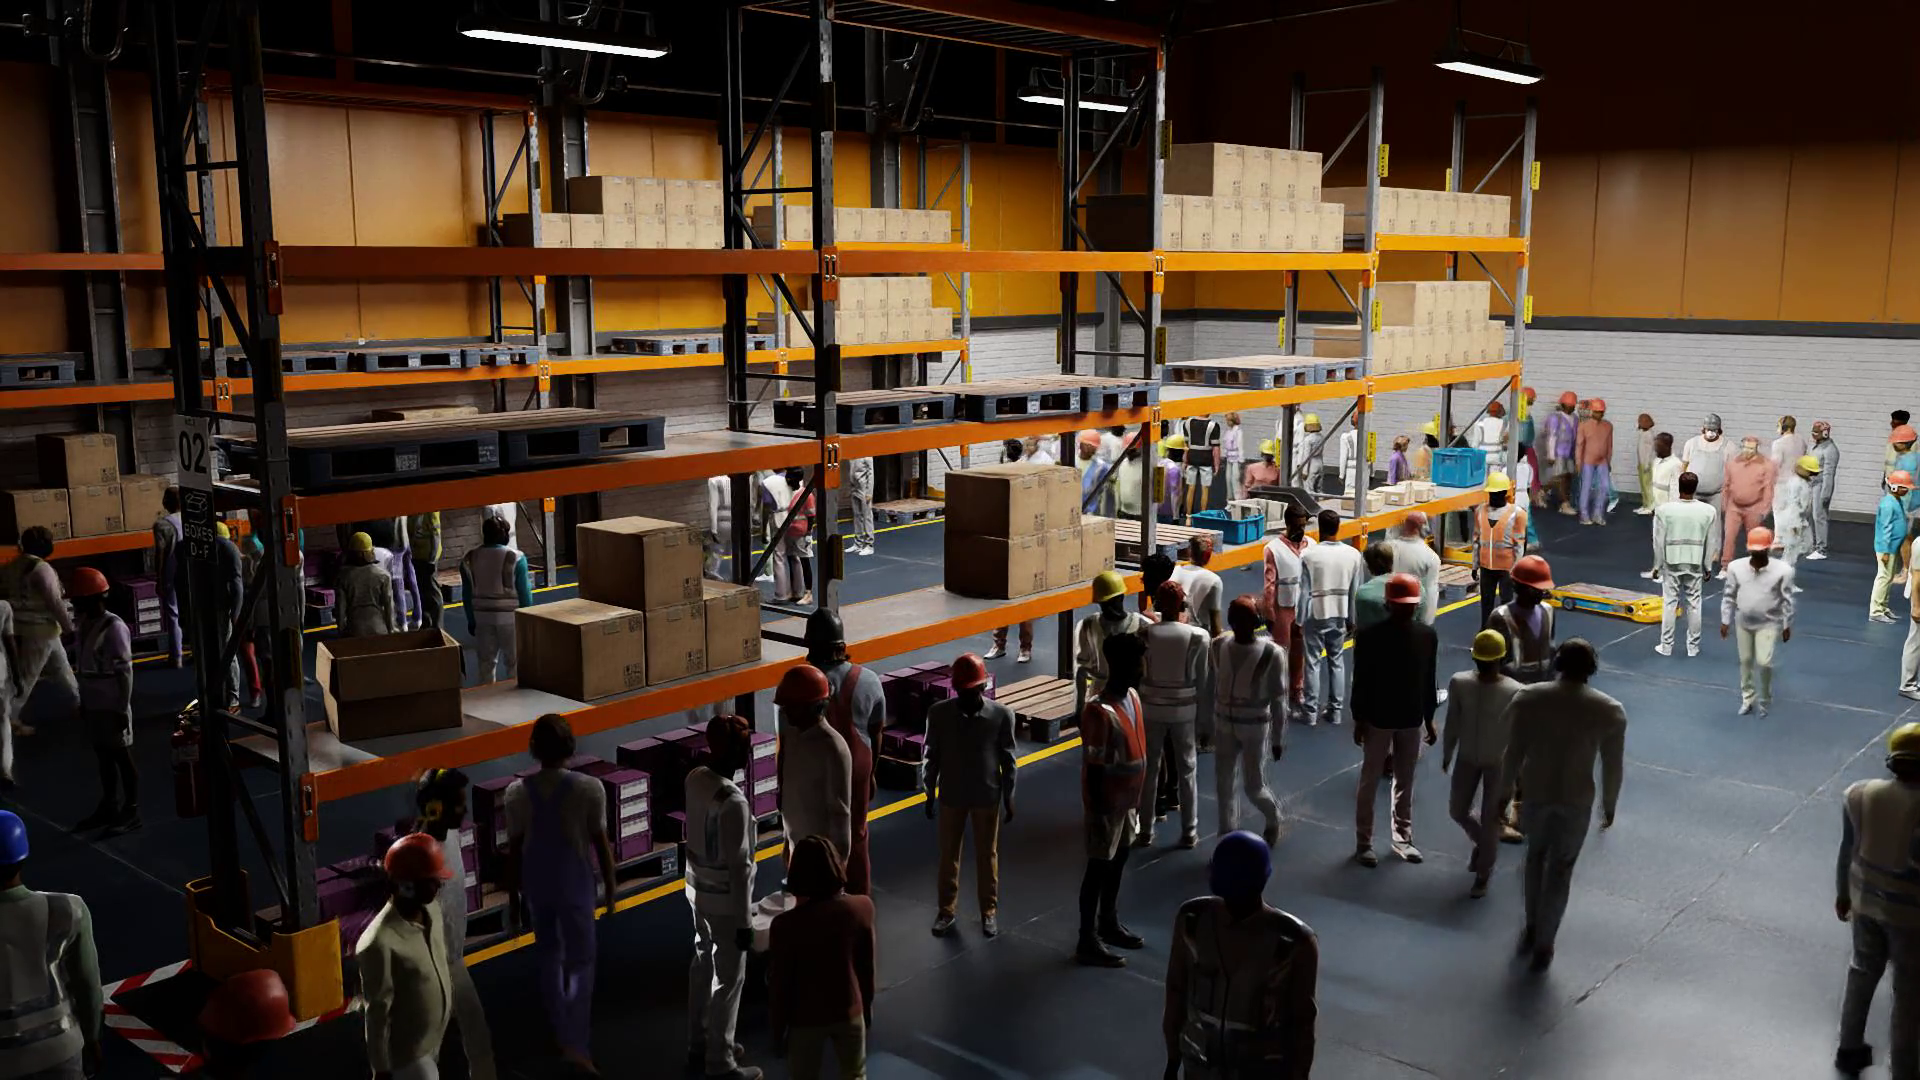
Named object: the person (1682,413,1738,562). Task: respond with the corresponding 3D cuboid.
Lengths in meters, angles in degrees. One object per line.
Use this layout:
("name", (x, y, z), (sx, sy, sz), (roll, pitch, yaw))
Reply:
("person", (10.149, -0.724, 22.609), (0.679, 2.000, 0.535), (6, 11, 33))

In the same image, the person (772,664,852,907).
("person", (-0.785, 1.620, 8.790), (0.409, 1.986, 0.621), (-6, 11, -31))

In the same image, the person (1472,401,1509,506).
("person", (8.554, -1.320, 26.748), (0.610, 1.836, 0.956), (3, 10, 18))

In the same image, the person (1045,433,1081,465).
("person", (1.468, -0.777, 23.401), (0.632, 1.896, 0.945), (0, 10, 3))

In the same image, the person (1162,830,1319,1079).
("person", (1.063, 2.038, 6.425), (0.603, 1.938, 0.402), (5, 11, 27))

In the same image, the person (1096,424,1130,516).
("person", (2.271, -0.962, 24.583), (0.616, 1.847, 1.030), (-5, 11, -27))

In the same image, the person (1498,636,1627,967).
("person", (3.534, 1.495, 9.748), (0.659, 1.907, 0.774), (5, 11, 27))

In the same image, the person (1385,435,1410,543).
("person", (6.179, -0.670, 23.507), (0.313, 1.631, 0.524), (5, 11, 28))

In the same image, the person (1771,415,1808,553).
("person", (11.566, -0.779, 23.288), (0.626, 1.932, 0.374), (-5, 11, -27))

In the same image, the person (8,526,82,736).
("person", (-7.958, 0.774, 14.434), (0.978, 1.792, 0.640), (-9, 13, -43))

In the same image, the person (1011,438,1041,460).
("person", (0.977, -0.814, 23.144), (0.536, 2.000, 0.687), (1, 10, 5))

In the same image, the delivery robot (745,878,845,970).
("delivery robot", (-0.962, 2.171, 9.473), (0.707, 0.478, 0.477), (-7, 12, -34))

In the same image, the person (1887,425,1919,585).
("person", (11.896, -0.446, 21.011), (0.436, 2.029, 0.680), (5, 11, 26))

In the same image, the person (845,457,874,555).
("person", (-1.397, -0.656, 23.117), (0.325, 1.734, 0.487), (-7, 12, -38))

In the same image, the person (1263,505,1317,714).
("person", (2.969, 0.617, 15.016), (0.597, 1.907, 0.402), (-6, 11, -33))

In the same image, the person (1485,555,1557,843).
("person", (3.981, 1.104, 11.730), (0.609, 2.034, 0.386), (-5, 11, -29))

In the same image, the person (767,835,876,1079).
("person", (-0.591, 2.070, 7.175), (0.506, 1.628, 0.277), (-5, 11, -27))

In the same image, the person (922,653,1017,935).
("person", (0.054, 1.528, 10.027), (0.572, 1.747, 0.344), (1, 10, 5))

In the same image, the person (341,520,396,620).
("person", (-5.595, 0.619, 15.624), (0.467, 1.684, 0.539), (6, 11, 33))

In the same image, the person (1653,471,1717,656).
("person", (7.458, 0.251, 17.154), (0.591, 1.920, 0.393), (2, 10, 12))

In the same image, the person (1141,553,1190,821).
("person", (1.443, 1.065, 12.148), (0.361, 1.964, 0.617), (6, 11, 32))

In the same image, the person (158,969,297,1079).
("person", (-2.280, 2.257, 5.258), (0.583, 1.888, 0.862), (1, 10, 7))

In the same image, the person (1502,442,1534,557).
("person", (7.340, -0.454, 22.020), (0.532, 1.696, 0.319), (-6, 11, -31))

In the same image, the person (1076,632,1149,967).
("person", (0.899, 1.487, 9.672), (0.368, 1.959, 0.607), (5, 11, 29))

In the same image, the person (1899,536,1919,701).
("person", (9.010, 0.578, 15.456), (0.560, 1.836, 0.394), (-5, 11, -27))

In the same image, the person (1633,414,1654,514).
("person", (11.062, -1.223, 26.866), (0.335, 1.616, 0.500), (1, 10, 5))

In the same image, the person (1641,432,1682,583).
("person", (9.004, -0.412, 21.170), (0.400, 1.903, 0.617), (0, 10, 2))

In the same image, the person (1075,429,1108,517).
("person", (1.513, -0.380, 20.696), (0.639, 2.000, 0.742), (1, 10, 6))

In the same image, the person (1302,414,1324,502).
("person", (5.415, -1.077, 25.641), (0.486, 1.737, 0.319), (-9, 13, -43))

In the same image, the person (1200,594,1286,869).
("person", (1.922, 1.272, 11.196), (0.587, 1.868, 0.598), (8, 12, 39))

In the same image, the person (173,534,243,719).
("person", (-6.673, 0.640, 14.767), (0.637, 1.938, 0.357), (2, 10, 12))

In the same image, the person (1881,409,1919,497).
("person", (13.478, -0.900, 23.915), (0.376, 1.959, 0.605), (0, 10, -2))

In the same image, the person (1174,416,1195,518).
("person", (3.563, -1.313, 26.475), (0.386, 1.929, 0.548), (-6, 11, -31))

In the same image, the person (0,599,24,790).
("person", (-7.405, 1.062, 12.578), (0.540, 1.826, 0.402), (-7, 12, -37))

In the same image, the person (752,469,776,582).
("person", (-2.441, -0.395, 21.153), (0.329, 1.873, 0.515), (7, 12, 35))

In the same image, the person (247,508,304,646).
("person", (-7.148, 0.202, 17.434), (0.392, 1.922, 0.593), (7, 12, 37))

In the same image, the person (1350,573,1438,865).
("person", (2.933, 1.207, 11.227), (0.634, 1.993, 0.397), (-2, 10, -10))

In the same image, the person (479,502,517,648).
("person", (-4.883, 0.161, 17.589), (0.373, 1.958, 0.598), (1, 10, 7))

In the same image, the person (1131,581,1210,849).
("person", (1.445, 1.212, 11.553), (0.581, 1.877, 0.342), (2, 10, 9))

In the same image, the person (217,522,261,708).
("person", (-6.638, 0.689, 15.064), (0.529, 1.751, 0.409), (-1, 10, -8))

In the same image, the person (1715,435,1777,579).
("person", (10.084, -0.427, 21.312), (0.658, 1.882, 0.664), (9, 13, 44))

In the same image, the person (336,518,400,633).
("person", (-6.347, 0.060, 17.927), (0.539, 2.000, 0.689), (7, 12, 37))
